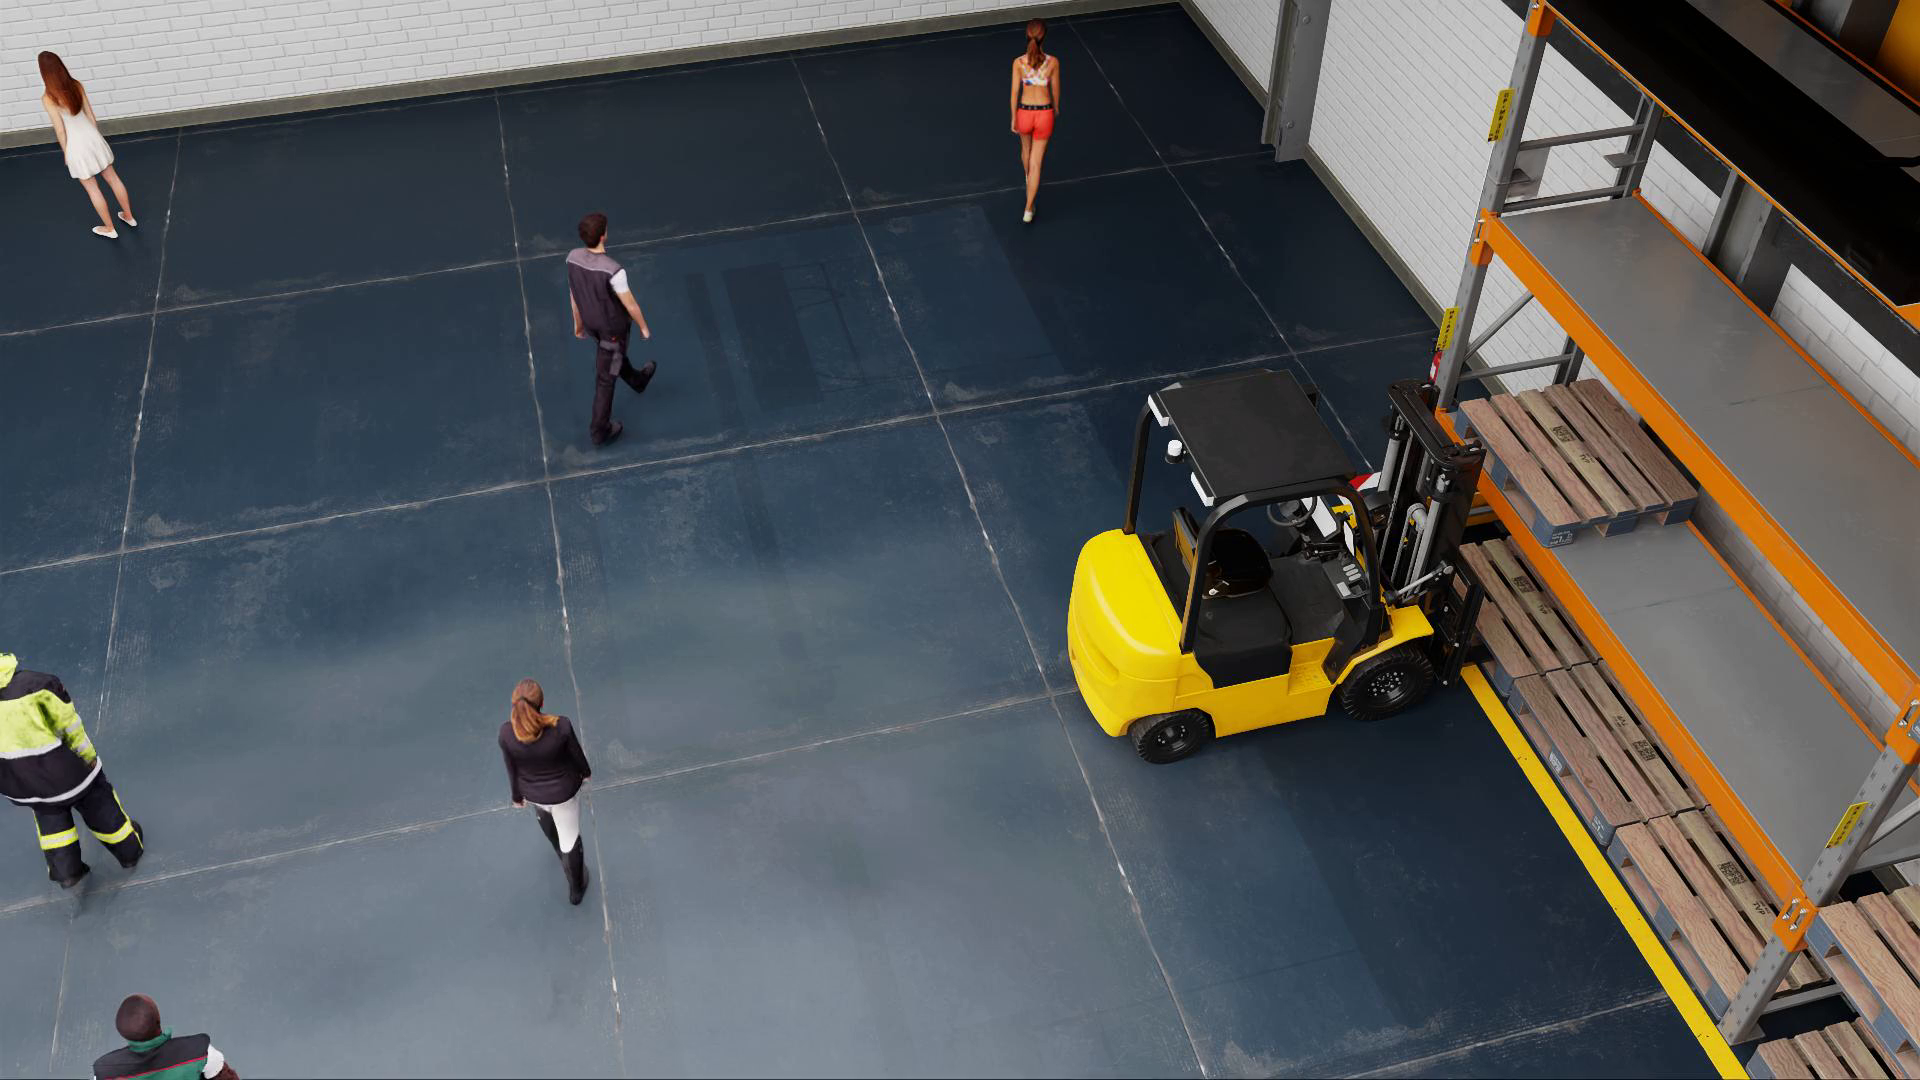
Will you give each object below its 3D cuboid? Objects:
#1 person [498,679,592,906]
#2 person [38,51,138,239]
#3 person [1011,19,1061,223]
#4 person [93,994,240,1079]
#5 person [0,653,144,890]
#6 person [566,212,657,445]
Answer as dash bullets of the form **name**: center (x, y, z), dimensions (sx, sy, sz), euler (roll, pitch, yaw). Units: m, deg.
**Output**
- **person**: center (-2.264, 1.450, 9.178), dimensions (0.640, 1.713, 0.806), euler (-5, 44, -5)
- **person**: center (-7.519, -3.399, 14.268), dimensions (0.705, 1.712, 0.643), euler (21, 48, 21)
- **person**: center (0.644, -3.593, 14.442), dimensions (0.859, 1.754, 1.164), euler (6, 44, 6)
- **person**: center (-3.579, 2.752, 7.724), dimensions (0.696, 1.833, 0.680), euler (-10, 45, -10)
- **person**: center (-5.129, 1.257, 9.203), dimensions (0.768, 1.957, 0.810), euler (-7, 44, -8)
- **person**: center (-2.659, -1.505, 12.215), dimensions (1.155, 1.802, 1.201), euler (22, 48, 22)
